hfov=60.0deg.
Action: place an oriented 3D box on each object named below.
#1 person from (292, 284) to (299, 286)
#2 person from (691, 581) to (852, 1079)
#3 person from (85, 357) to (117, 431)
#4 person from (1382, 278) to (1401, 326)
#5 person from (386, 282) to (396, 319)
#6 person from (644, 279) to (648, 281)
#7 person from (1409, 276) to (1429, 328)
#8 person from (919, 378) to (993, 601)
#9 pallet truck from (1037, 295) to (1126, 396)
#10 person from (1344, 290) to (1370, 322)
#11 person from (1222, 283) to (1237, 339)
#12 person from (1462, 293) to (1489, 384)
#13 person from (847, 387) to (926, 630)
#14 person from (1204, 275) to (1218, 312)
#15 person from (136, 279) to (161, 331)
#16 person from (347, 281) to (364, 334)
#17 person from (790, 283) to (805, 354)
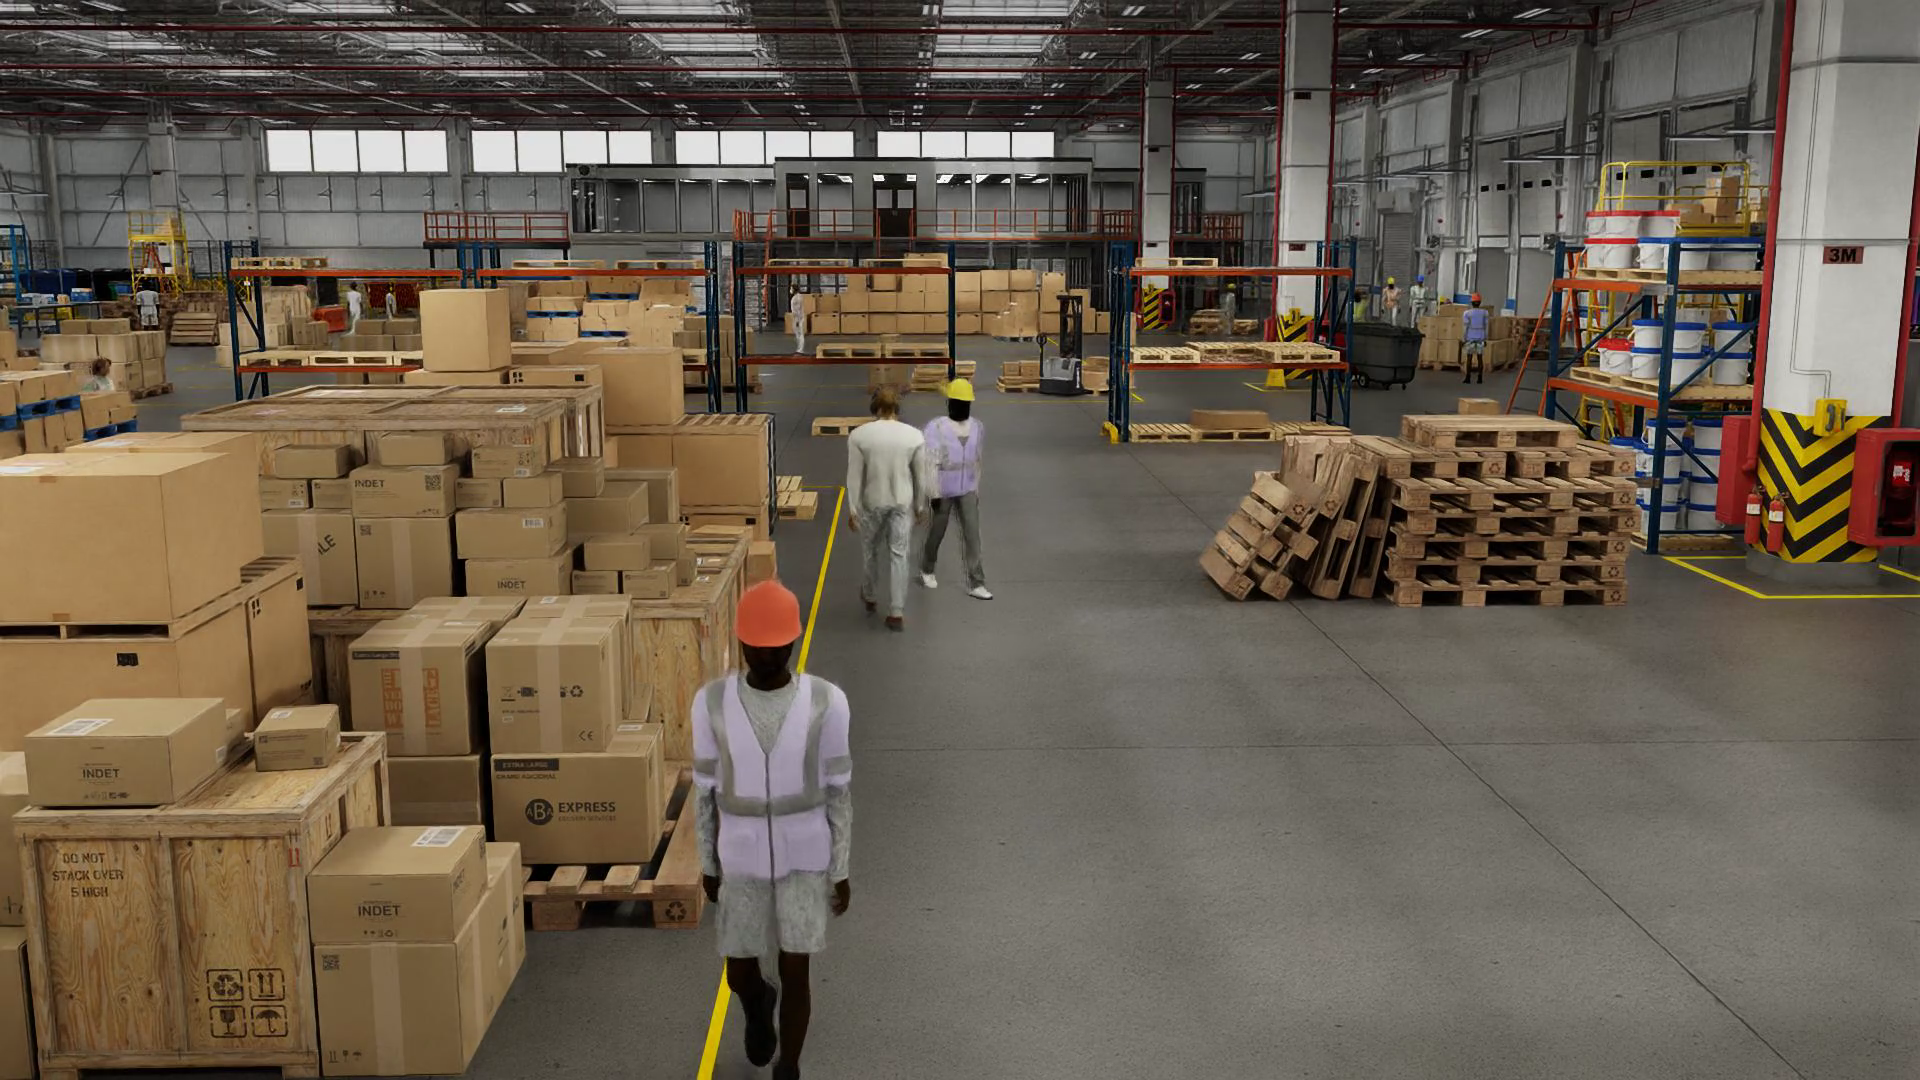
[{"bbox_3d":[-17.474,-5.828,44.124,0.556,1.917,0.601,8,13,37],"label":"person"},{"bbox_3d":[-0.638,1.063,5.734,0.546,1.922,0.570,0,10,-2],"label":"person"},{"bbox_3d":[-10.794,-1.498,20.867,0.774,1.606,0.513,2,10,13],"label":"person"},{"bbox_3d":[14.002,-7.568,53.975,0.596,1.879,0.963,3,11,16],"label":"person"},{"bbox_3d":[-16.242,-6.425,47.618,0.322,1.861,0.531,-4,11,-21],"label":"person"},{"bbox_3d":[-10.113,-7.500,53.647,0.516,1.843,0.326,5,11,25],"label":"person"},{"bbox_3d":[14.877,-7.591,53.906,0.609,1.942,0.409,1,10,5],"label":"person"},{"bbox_3d":[-0.069,-0.464,14.348,0.600,1.888,0.972,-5,12,-28],"label":"person"},{"bbox_3d":[2.483,-3.881,33.060,1.885,1.965,0.823,-7,13,-36],"label":"pallet truck"},{"bbox_3d":[10.253,-5.543,42.885,0.659,1.806,0.840,5,11,27],"label":"person"},{"bbox_3d":[8.511,-7.171,52.157,0.366,1.732,0.491,-3,10,-14],"label":"person"},{"bbox_3d":[11.037,-4.318,35.648,0.544,1.943,0.347,1,10,5],"label":"person"},{"bbox_3d":[-0.598,-0.278,13.285,0.653,1.884,1.034,-2,10,-12],"label":"person"},{"bbox_3d":[10.772,-10.779,71.532,0.612,1.986,0.407,3,11,18],"label":"person"},{"bbox_3d":[-23.317,-6.511,47.796,0.612,1.966,0.362,-7,13,-36],"label":"person"},{"bbox_3d":[-18.242,-6.862,50.106,0.519,1.849,0.808,3,11,15],"label":"person"},{"bbox_3d":[-4.334,-5.859,44.292,0.382,1.932,0.622,-3,11,-16],"label":"person"}]
